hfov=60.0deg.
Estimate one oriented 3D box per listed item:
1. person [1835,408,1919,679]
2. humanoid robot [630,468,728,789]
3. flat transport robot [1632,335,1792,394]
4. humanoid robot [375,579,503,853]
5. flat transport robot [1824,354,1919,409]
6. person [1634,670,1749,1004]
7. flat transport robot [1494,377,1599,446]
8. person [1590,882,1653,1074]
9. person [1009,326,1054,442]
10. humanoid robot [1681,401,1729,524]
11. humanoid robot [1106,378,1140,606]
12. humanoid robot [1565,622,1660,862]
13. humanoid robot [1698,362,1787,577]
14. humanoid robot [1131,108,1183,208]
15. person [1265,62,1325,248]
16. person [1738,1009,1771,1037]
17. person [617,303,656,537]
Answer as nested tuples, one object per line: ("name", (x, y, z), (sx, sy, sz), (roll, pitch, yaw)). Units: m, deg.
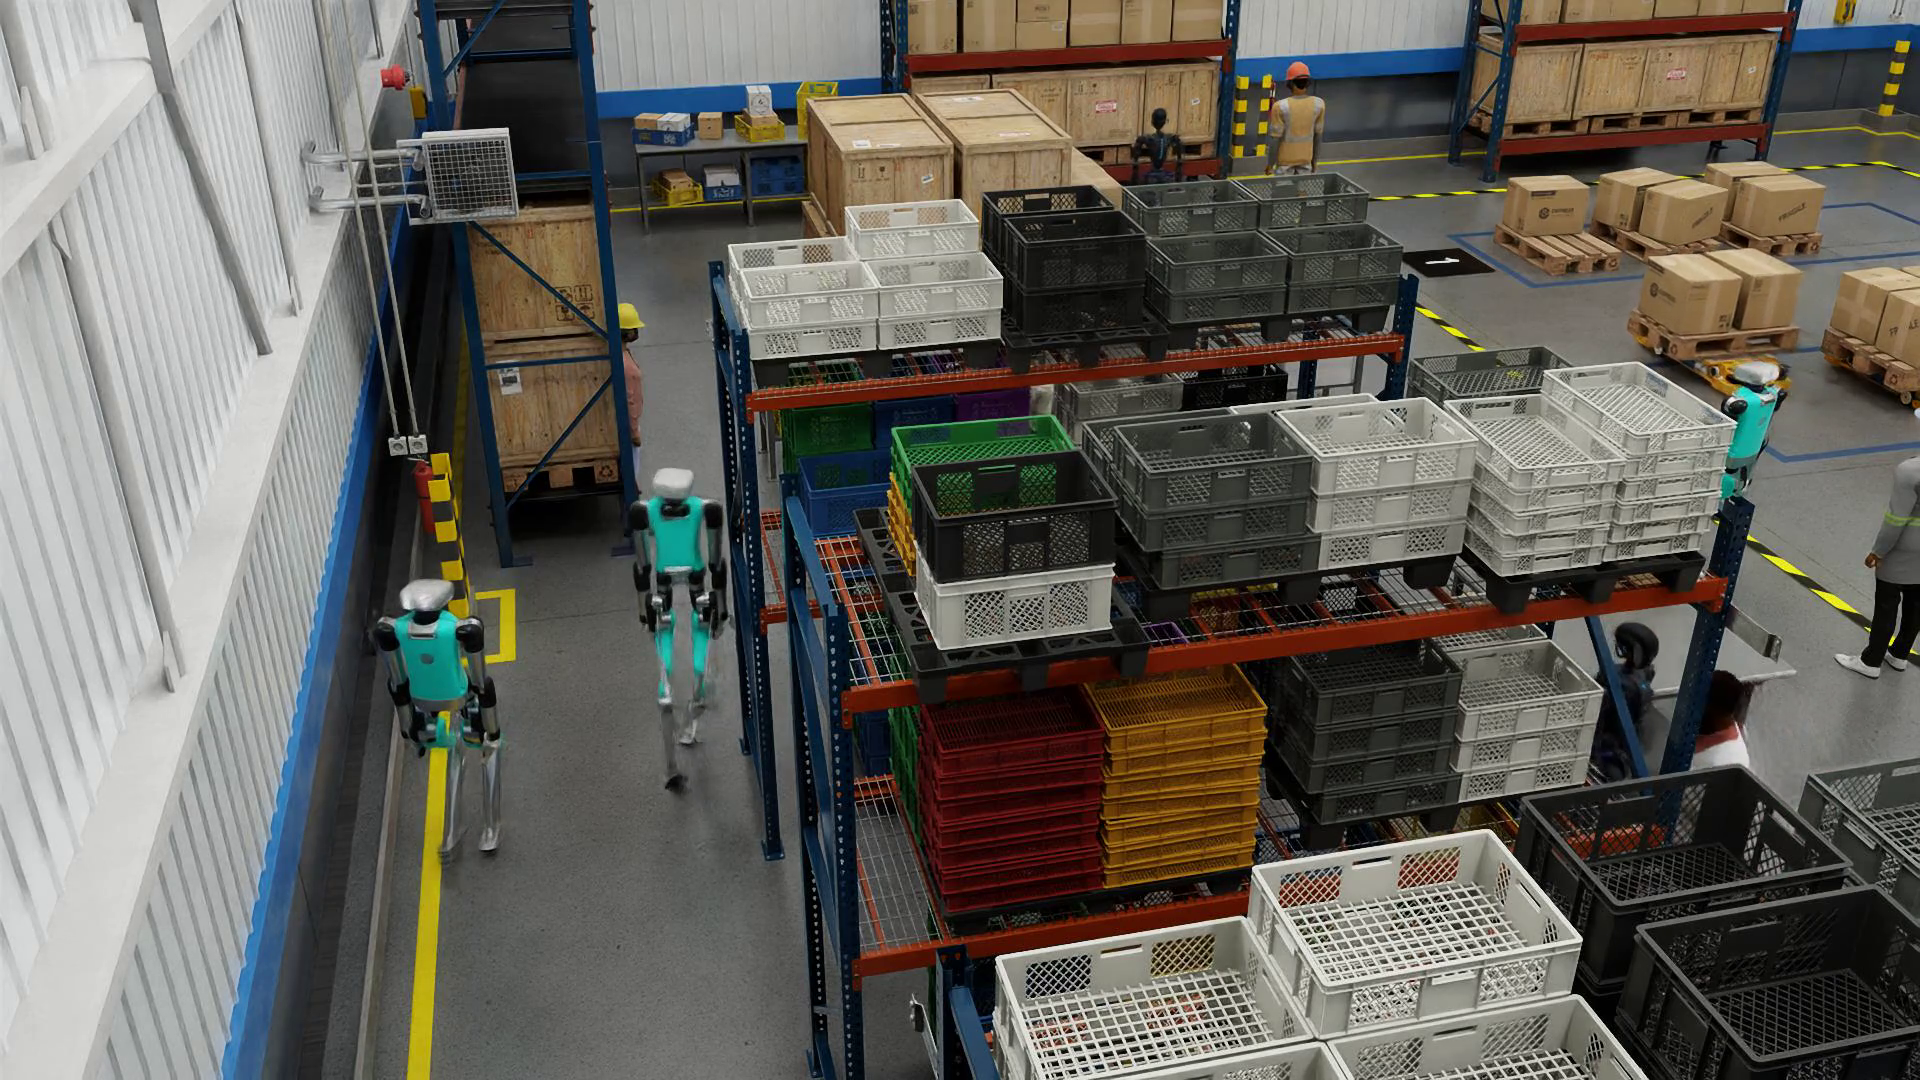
("person", (5.903, 0.005, 10.338), (0.588, 1.852, 0.375), (-10, 29, -18))
("humanoid robot", (-1.593, 0.571, 9.442), (0.534, 1.821, 0.915), (-1, 28, -2))
("flat transport robot", (6.900, -1.726, 15.291), (0.652, 0.197, 1.431), (-6, 28, -12))
("humanoid robot", (-2.623, 0.850, 8.717), (0.533, 1.678, 0.735), (1, 28, 1))
("flat transport robot", (8.473, -1.467, 14.800), (0.652, 0.197, 1.431), (-6, 28, -12))
("person", (3.419, 1.400, 7.689), (0.914, 1.871, 0.600), (5, 28, 9))
("flat transport robot", (4.780, -1.036, 14.013), (0.659, 0.231, 1.431), (-6, 28, -12))
("person", (2.360, 2.121, 6.277), (0.654, 1.892, 0.585), (-5, 28, -9))
("person", (0.442, -0.632, 11.573), (0.506, 1.837, 0.332), (23, 35, 36))
("humanoid robot", (4.536, -0.194, 10.837), (0.564, 1.753, 0.790), (7, 29, 14))
("humanoid robot", (0.789, -0.162, 10.832), (1.044, 1.754, 0.554), (-11, 30, -20))
("humanoid robot", (3.217, 1.130, 8.410), (0.588, 1.649, 0.421), (-23, 36, -37))
("humanoid robot", (5.020, -0.482, 11.240), (0.533, 1.679, 0.735), (-15, 31, -26))
("humanoid robot", (2.092, -3.731, 17.619), (0.623, 1.636, 0.385), (-5, 28, -10))
("person", (3.592, -4.128, 17.983), (0.604, 2.039, 0.383), (-6, 28, -12))
("person", (3.104, 2.284, 6.086), (0.964, 1.785, 0.701), (-14, 31, -24))
("person", (-2.402, -0.873, 12.107), (0.337, 1.761, 0.522), (-8, 29, -16))
